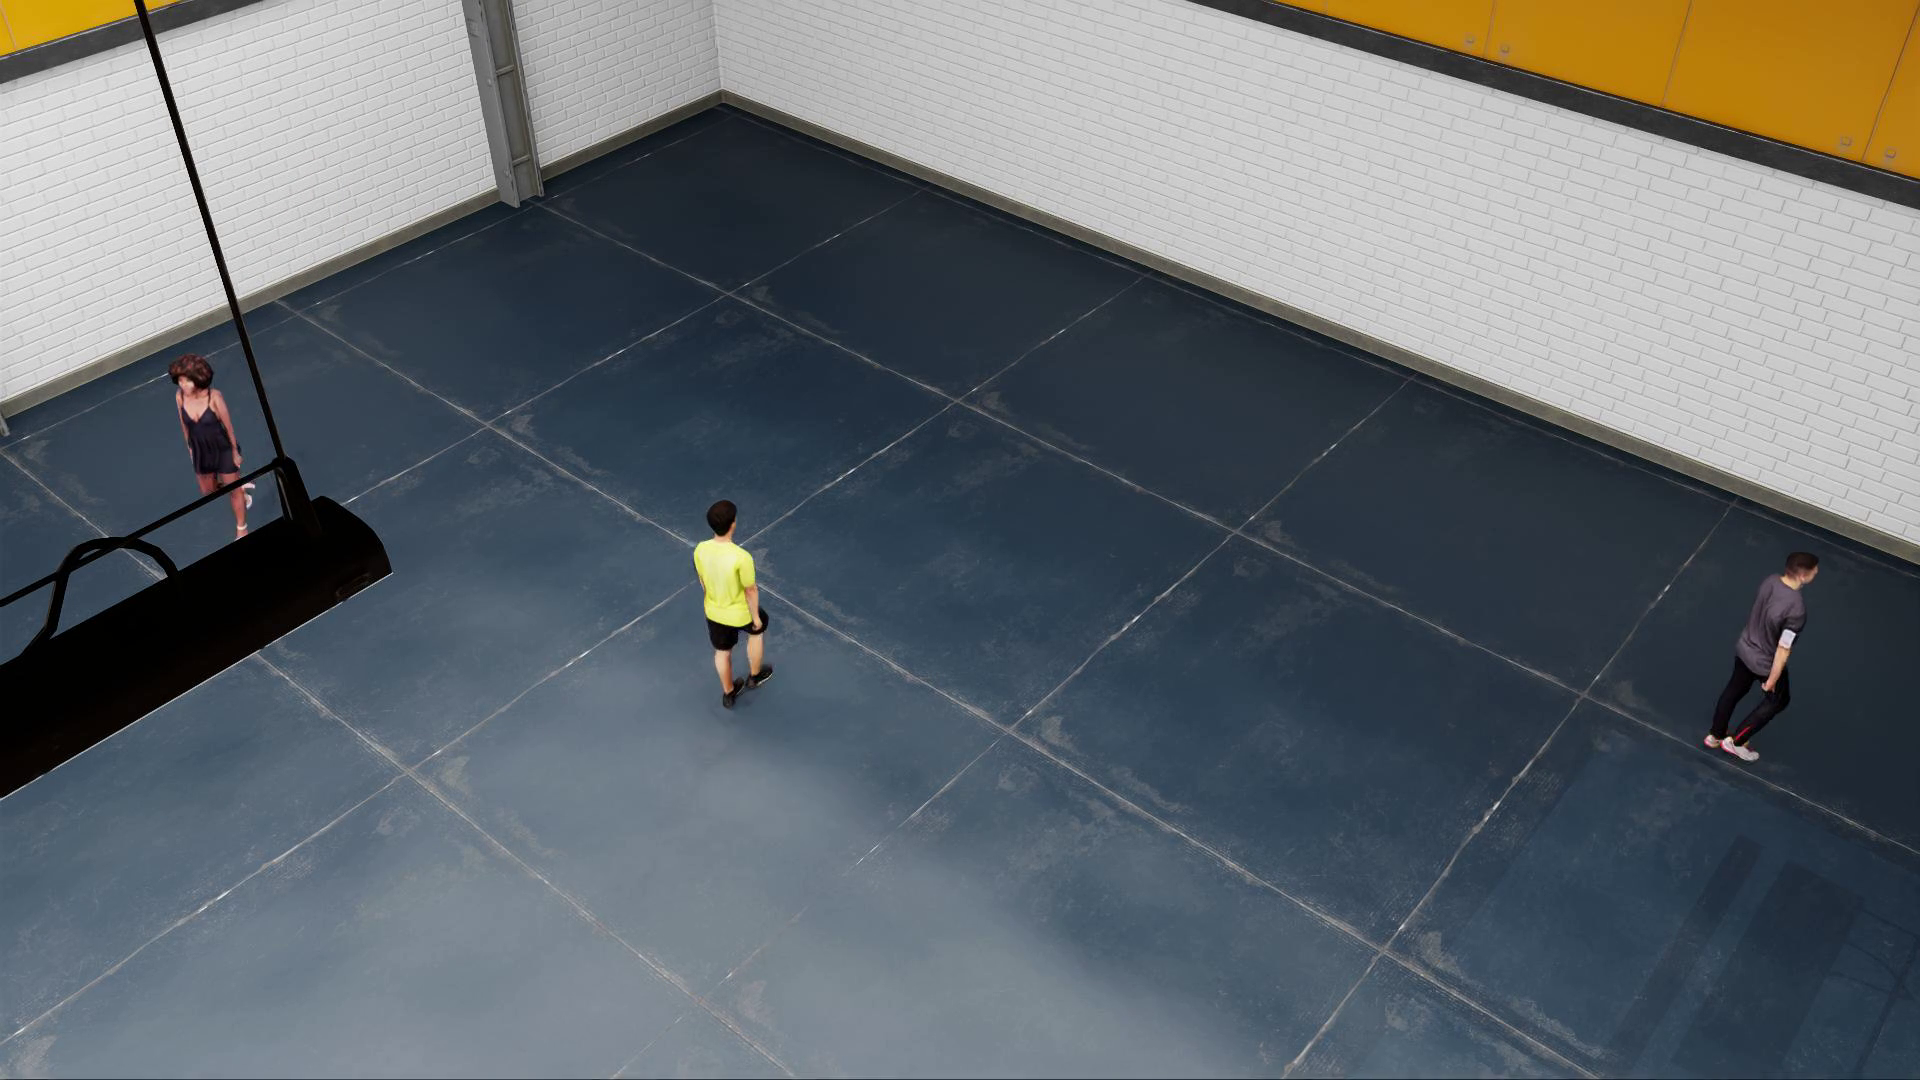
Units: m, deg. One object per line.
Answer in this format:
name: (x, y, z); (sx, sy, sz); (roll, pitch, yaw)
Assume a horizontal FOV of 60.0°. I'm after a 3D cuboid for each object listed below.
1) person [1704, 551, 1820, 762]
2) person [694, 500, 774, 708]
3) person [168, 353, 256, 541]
person: (5.331, 0.787, 11.212); (0.809, 1.752, 0.758); (-5, 39, -7)
person: (-1.633, 0.508, 11.604); (0.774, 1.698, 0.818); (12, 40, 15)
person: (-5.830, -0.730, 13.091); (0.819, 1.777, 0.901); (1, 39, 1)
